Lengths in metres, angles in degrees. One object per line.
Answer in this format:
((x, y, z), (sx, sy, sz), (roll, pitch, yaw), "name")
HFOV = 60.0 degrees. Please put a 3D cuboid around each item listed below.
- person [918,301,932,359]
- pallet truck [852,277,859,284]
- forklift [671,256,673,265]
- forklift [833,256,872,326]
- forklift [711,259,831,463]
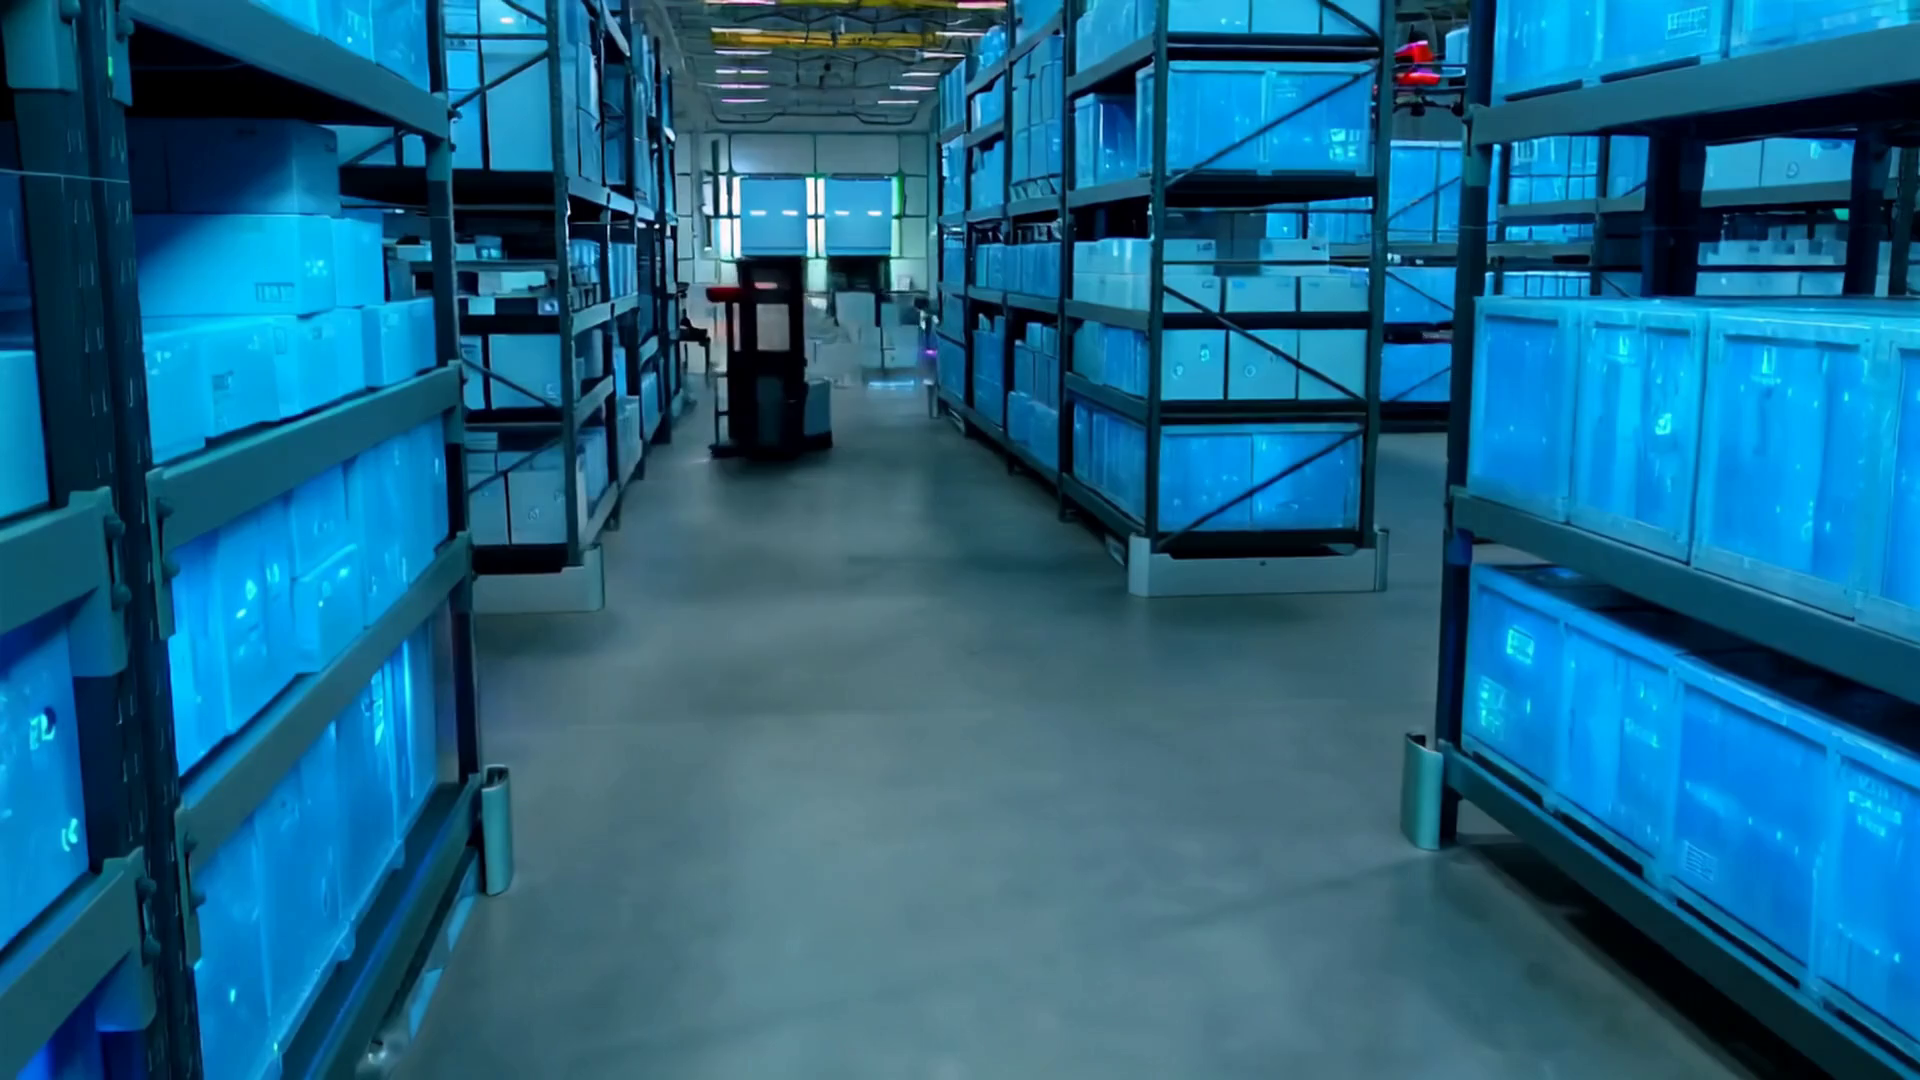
((-0.903, -5.754, 45.727), (0.378, 1.627, 0.520), (3, 10, 18), "person")
((-3.782, -9.391, 65.808), (1.885, 1.965, 0.823), (2, 10, 10), "pallet truck")
((-10.987, -9.066, 61.344), (1.129, 2.768, 1.873), (-1, 10, -7), "forklift")
((-3.422, -8.176, 56.164), (1.129, 2.768, 1.873), (-7, 12, -35), "forklift")
((-2.655, -2.591, 23.648), (1.129, 2.768, 1.873), (3, 10, 18), "forklift")
